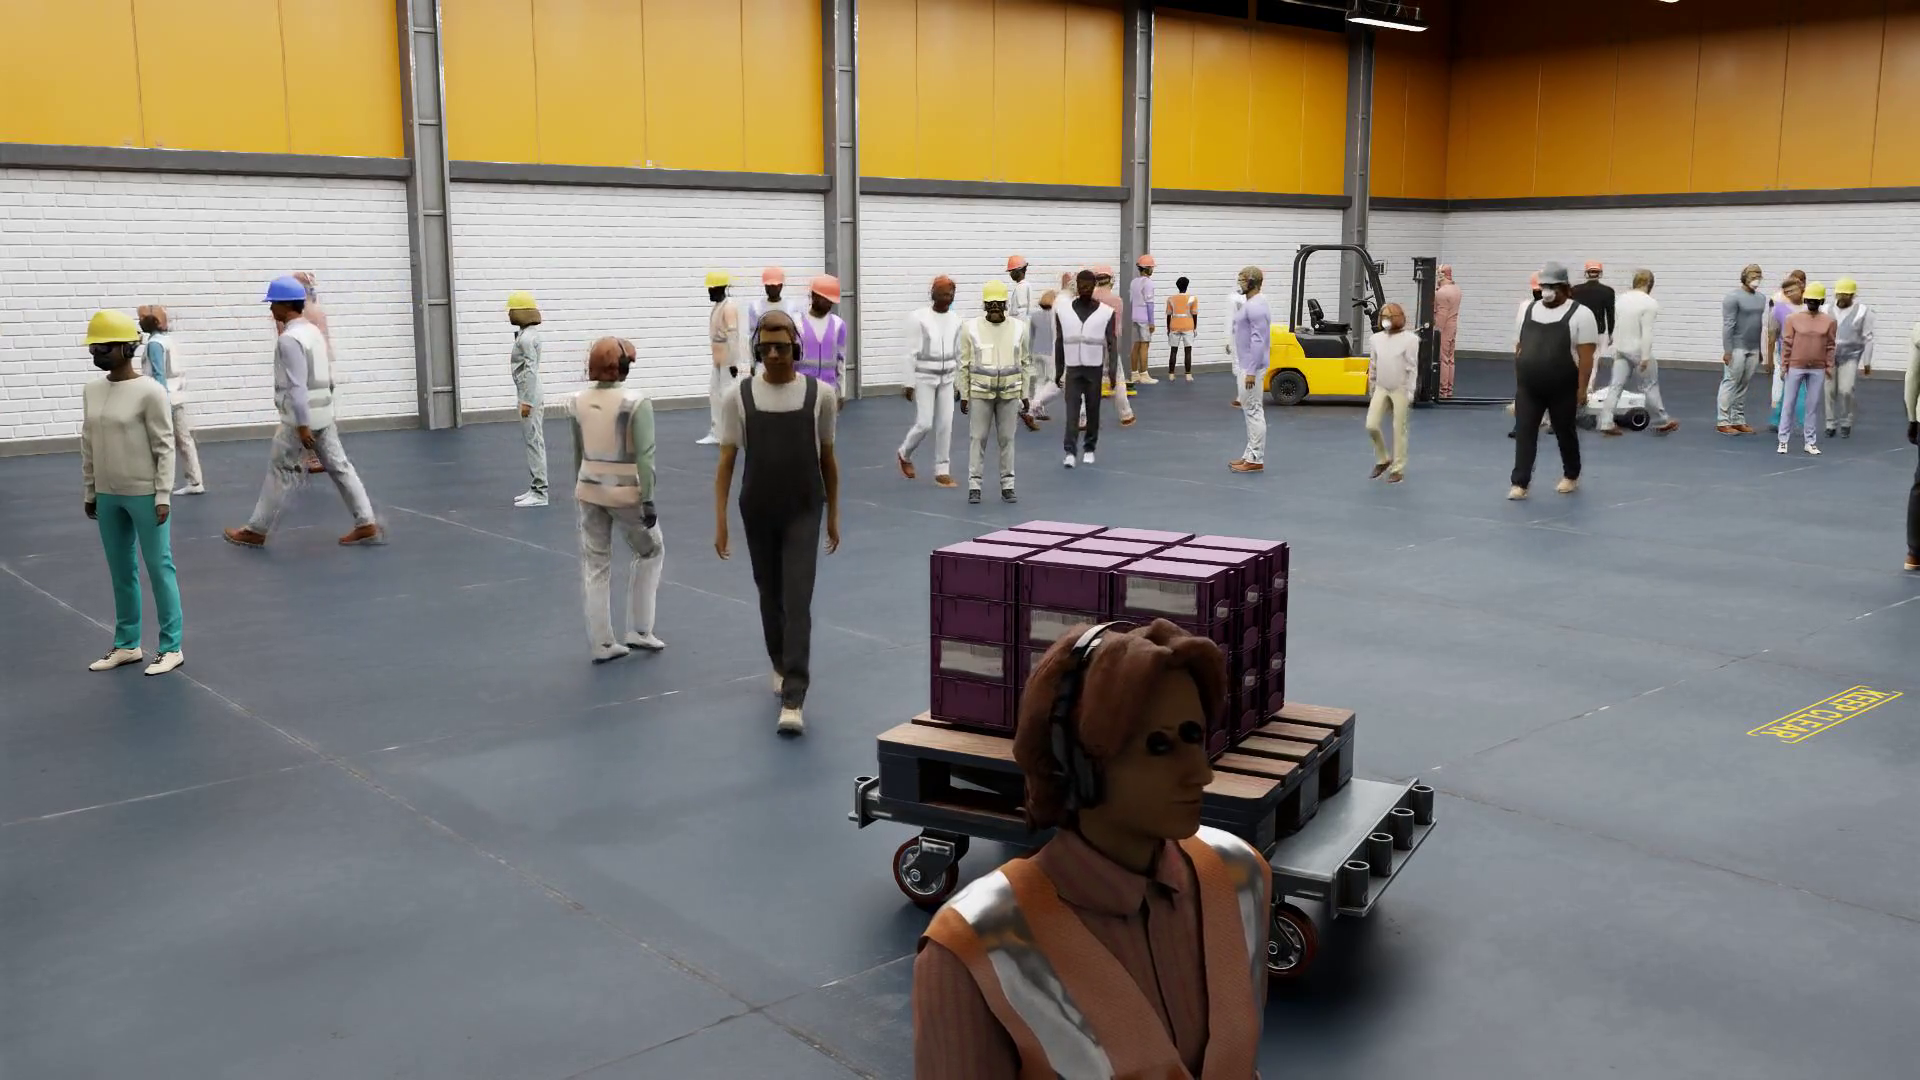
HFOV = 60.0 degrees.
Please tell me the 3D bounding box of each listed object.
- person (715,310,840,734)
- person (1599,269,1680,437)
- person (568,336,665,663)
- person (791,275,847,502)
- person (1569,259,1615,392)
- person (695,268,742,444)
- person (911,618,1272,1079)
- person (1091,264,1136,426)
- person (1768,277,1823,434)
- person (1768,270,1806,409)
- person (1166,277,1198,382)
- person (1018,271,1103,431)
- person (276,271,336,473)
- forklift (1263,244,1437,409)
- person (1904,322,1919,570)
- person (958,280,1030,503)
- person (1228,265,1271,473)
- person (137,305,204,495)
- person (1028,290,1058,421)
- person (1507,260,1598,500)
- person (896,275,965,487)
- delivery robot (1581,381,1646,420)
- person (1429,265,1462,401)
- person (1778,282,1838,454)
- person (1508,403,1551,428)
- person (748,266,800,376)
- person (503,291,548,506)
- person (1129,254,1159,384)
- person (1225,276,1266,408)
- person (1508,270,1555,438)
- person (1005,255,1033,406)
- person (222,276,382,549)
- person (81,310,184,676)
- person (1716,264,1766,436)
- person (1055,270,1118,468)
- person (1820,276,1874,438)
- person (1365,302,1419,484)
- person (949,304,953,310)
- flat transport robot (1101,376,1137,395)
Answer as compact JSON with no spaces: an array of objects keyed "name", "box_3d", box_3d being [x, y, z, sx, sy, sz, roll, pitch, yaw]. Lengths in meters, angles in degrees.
[{"name":"person","box_3d":[-0.802,-0.112,7.332,0.530,1.798,0.981,0,10,-2]},{"name":"person","box_3d":[7.629,-2.080,18.618,1.012,1.874,0.618,-4,11,-23]},{"name":"person","box_3d":[-1.696,-0.208,8.351,0.545,1.617,0.524,4,11,24]},{"name":"person","box_3d":[-1.249,-1.296,14.032,0.583,1.874,0.953,-4,10,-21]},{"name":"person","box_3d":[8.729,-2.889,23.041,0.641,1.976,0.448,5,11,29]},{"name":"person","box_3d":[-2.458,-1.969,17.906,0.733,1.902,0.596,-4,10,-22]},{"name":"person","box_3d":[0.161,0.891,1.880,0.516,1.645,0.308,-8,13,-40]},{"name":"person","box_3d":[1.669,-2.263,19.547,0.599,1.943,1.011,7,12,37]},{"name":"person","box_3d":[9.367,-2.036,18.626,0.554,1.784,0.858,-1,10,-7]},{"name":"person","box_3d":[11.080,-2.666,22.130,0.626,1.844,0.429,6,11,31]},{"name":"person","box_3d":[3.584,-3.402,26.881,0.534,1.693,0.317,4,11,23]},{"name":"person","box_3d":[1.159,-2.166,19.173,0.922,1.864,0.636,1,10,5]},{"name":"person","box_3d":[-6.050,-1.528,15.336,0.658,1.885,0.596,8,12,38]},{"name":"forklift","box_3d":[5.256,-2.933,22.661,2.313,2.155,1.214,3,10,16]},{"name":"person","box_3d":[6.329,-0.765,10.575,0.392,1.988,0.608,-6,11,-29]},{"name":"person","box_3d":[0.286,-1.209,13.628,0.599,1.830,0.403,-1,10,-7]},{"name":"person","box_3d":[2.720,-1.593,15.561,0.357,1.938,0.638,1,10,7]},{"name":"person","box_3d":[-6.781,-1.152,13.929,0.792,1.601,0.549,-2,10,-13]},{"name":"person","box_3d":[1.014,-2.243,20.322,0.508,1.616,0.487,8,12,38]},{"name":"person","box_3d":[4.985,-1.374,13.981,0.689,2.000,0.996,8,12,39]},{"name":"person","box_3d":[-0.252,-1.392,14.645,0.611,1.867,0.628,-6,11,-30]},{"name":"delivery robot","box_3d":[7.623,-1.611,19.444,0.707,0.478,0.477,0,10,3]},{"name":"person","box_3d":[6.763,-2.901,23.337,0.407,1.902,0.639,7,12,34]},{"name":"person","box_3d":[8.662,-1.749,17.006,0.522,1.761,0.327,2,10,12]},{"name":"person","box_3d":[6.748,-2.185,19.398,0.575,1.815,0.688,0,10,3]},{"name":"person","box_3d":[-1.888,-1.796,16.801,0.557,1.910,0.778,1,10,3]},{"name":"person","box_3d":[-3.531,-1.145,13.517,0.301,1.742,0.493,-2,10,-13]},{"name":"person","box_3d":[2.916,-3.484,26.325,0.382,2.045,0.605,-4,10,-22]},{"name":"person","box_3d":[3.786,-2.640,21.930,0.583,1.863,0.752,-3,10,-17]},{"name":"person","box_3d":[6.535,-2.089,18.685,0.570,1.878,1.039,9,13,42]},{"name":"person","box_3d":[0.794,-2.828,22.522,0.390,2.034,0.605,1,10,8]},{"name":"person","box_3d":[-4.545,-0.865,11.467,1.064,1.893,0.604,0,10,0]},{"name":"person","box_3d":[-4.031,-0.224,8.054,0.525,1.769,0.316,3,10,18]},{"name":"person","box_3d":[8.858,-2.149,18.823,0.632,1.936,0.359,-5,11,-28]},{"name":"person","box_3d":[1.206,-1.645,16.032,0.615,1.880,0.829,2,10,10]},{"name":"person","box_3d":[9.754,-2.017,18.452,0.519,1.808,0.598,-10,14,-44]},{"name":"person","box_3d":[3.843,-1.303,14.802,0.515,1.621,0.363,9,13,42]},{"name":"person","box_3d":[-0.232,-2.946,24.191,0.318,1.697,0.533,0,10,2]},{"name":"flat transport robot","box_3d":[2.067,-2.264,24.369,0.652,0.197,1.431,-2,10,-12]}]
